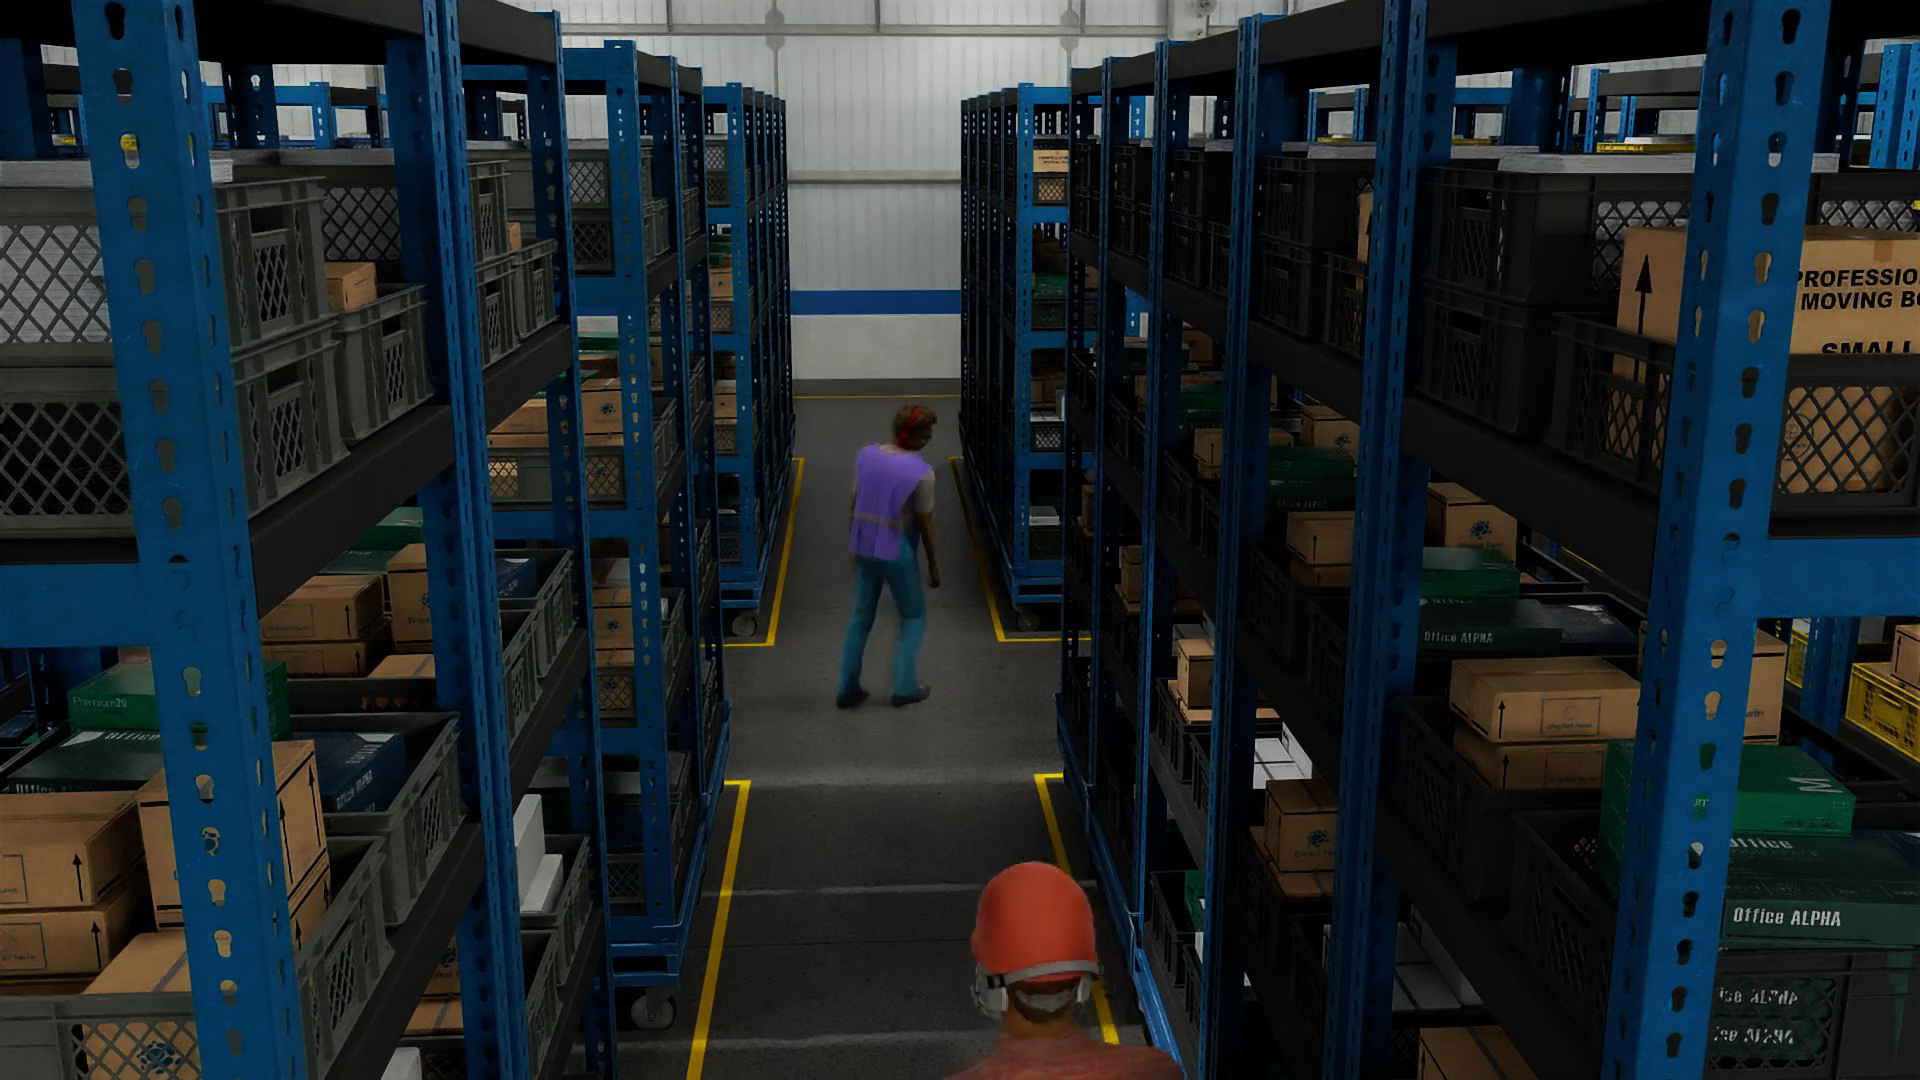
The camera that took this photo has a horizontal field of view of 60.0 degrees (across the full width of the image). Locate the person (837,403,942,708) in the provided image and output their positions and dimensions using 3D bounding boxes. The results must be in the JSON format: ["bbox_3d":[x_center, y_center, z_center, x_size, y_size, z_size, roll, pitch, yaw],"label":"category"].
[{"bbox_3d":[-0.395,0.107,9.588,0.609,1.806,0.560,10,17,36],"label":"person"}]

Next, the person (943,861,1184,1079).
[{"bbox_3d":[0.121,1.571,3.352,0.623,1.966,0.763,-4,14,-15],"label":"person"}]
